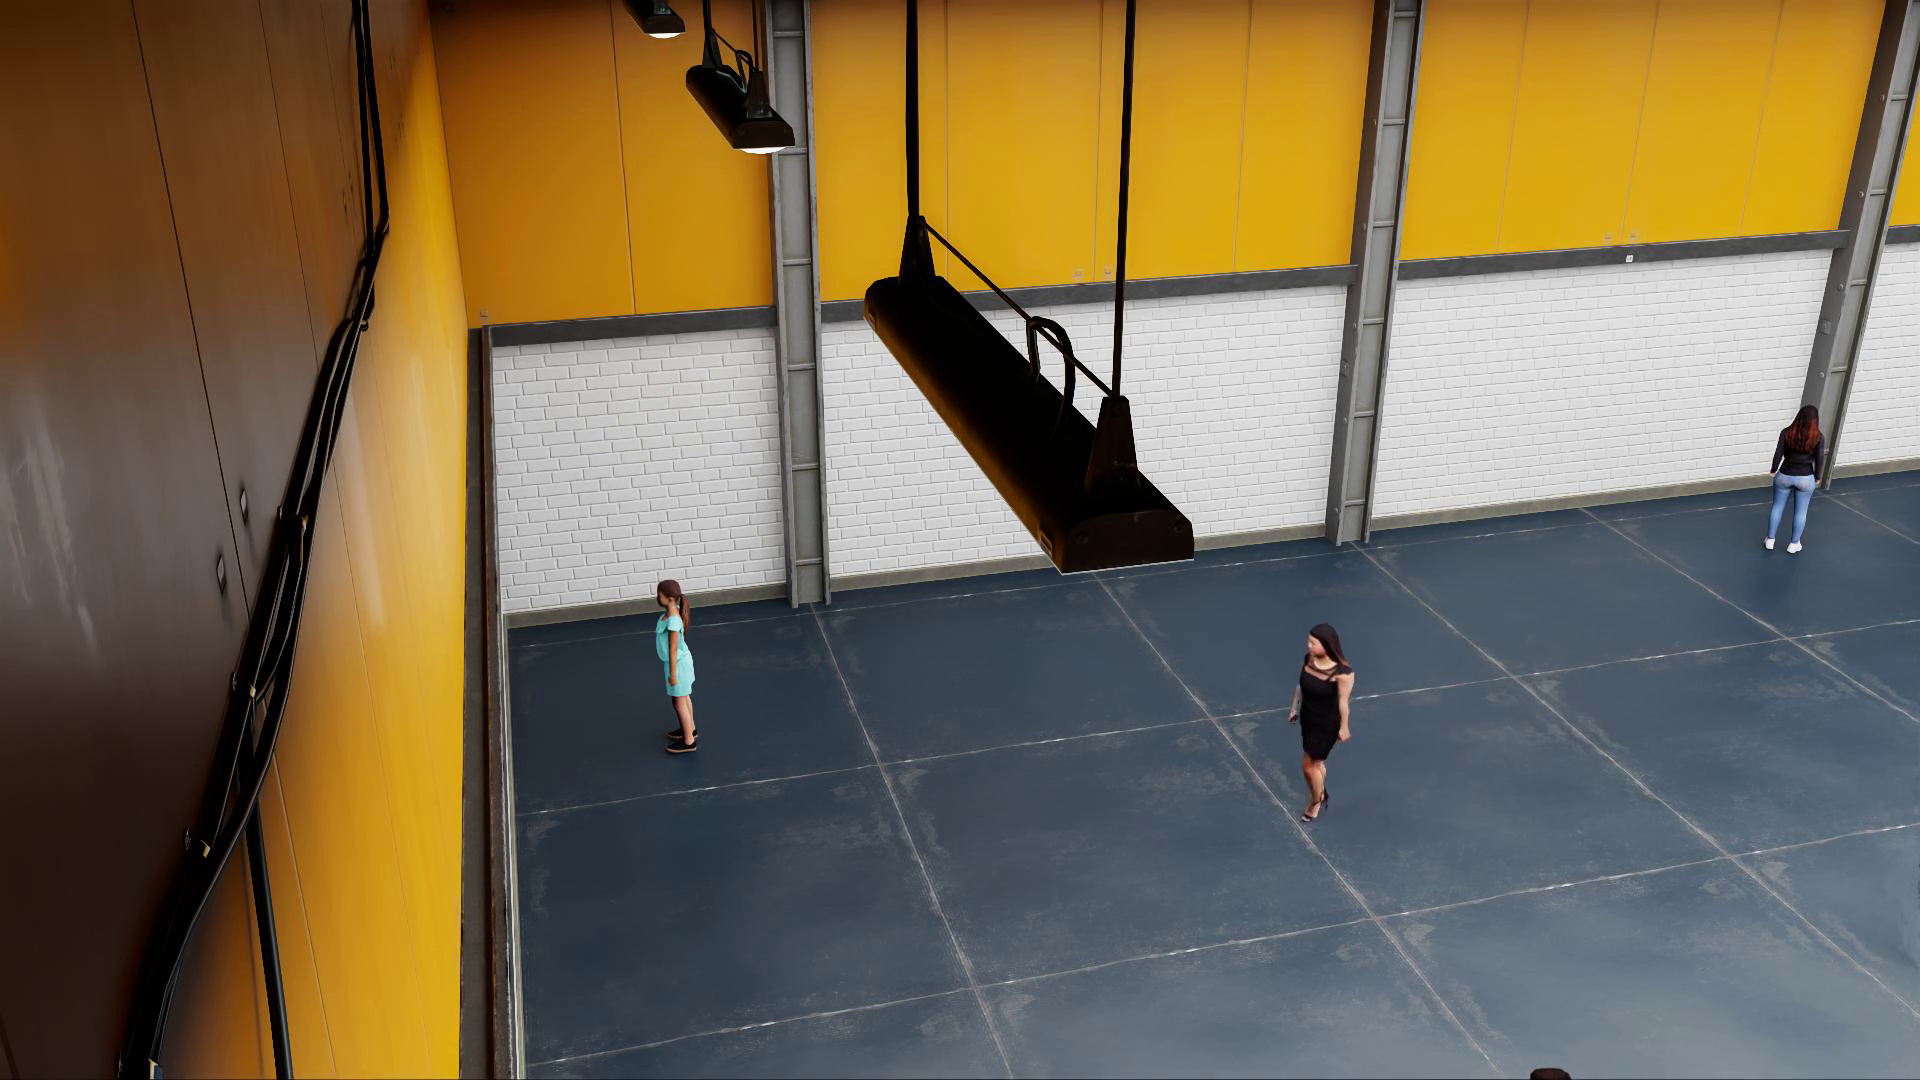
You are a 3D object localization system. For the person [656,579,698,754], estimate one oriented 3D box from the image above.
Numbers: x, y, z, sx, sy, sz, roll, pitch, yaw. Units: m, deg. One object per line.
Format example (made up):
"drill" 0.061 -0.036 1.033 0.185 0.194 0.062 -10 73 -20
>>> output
"person" -2.374 1.037 13.965 0.555 1.557 0.573 -2 24 -5

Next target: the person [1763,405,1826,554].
"person" 8.925 -0.667 17.768 0.726 1.634 0.783 13 27 28

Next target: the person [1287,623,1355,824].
"person" 2.863 1.414 12.925 0.724 1.700 0.740 -13 27 -27
